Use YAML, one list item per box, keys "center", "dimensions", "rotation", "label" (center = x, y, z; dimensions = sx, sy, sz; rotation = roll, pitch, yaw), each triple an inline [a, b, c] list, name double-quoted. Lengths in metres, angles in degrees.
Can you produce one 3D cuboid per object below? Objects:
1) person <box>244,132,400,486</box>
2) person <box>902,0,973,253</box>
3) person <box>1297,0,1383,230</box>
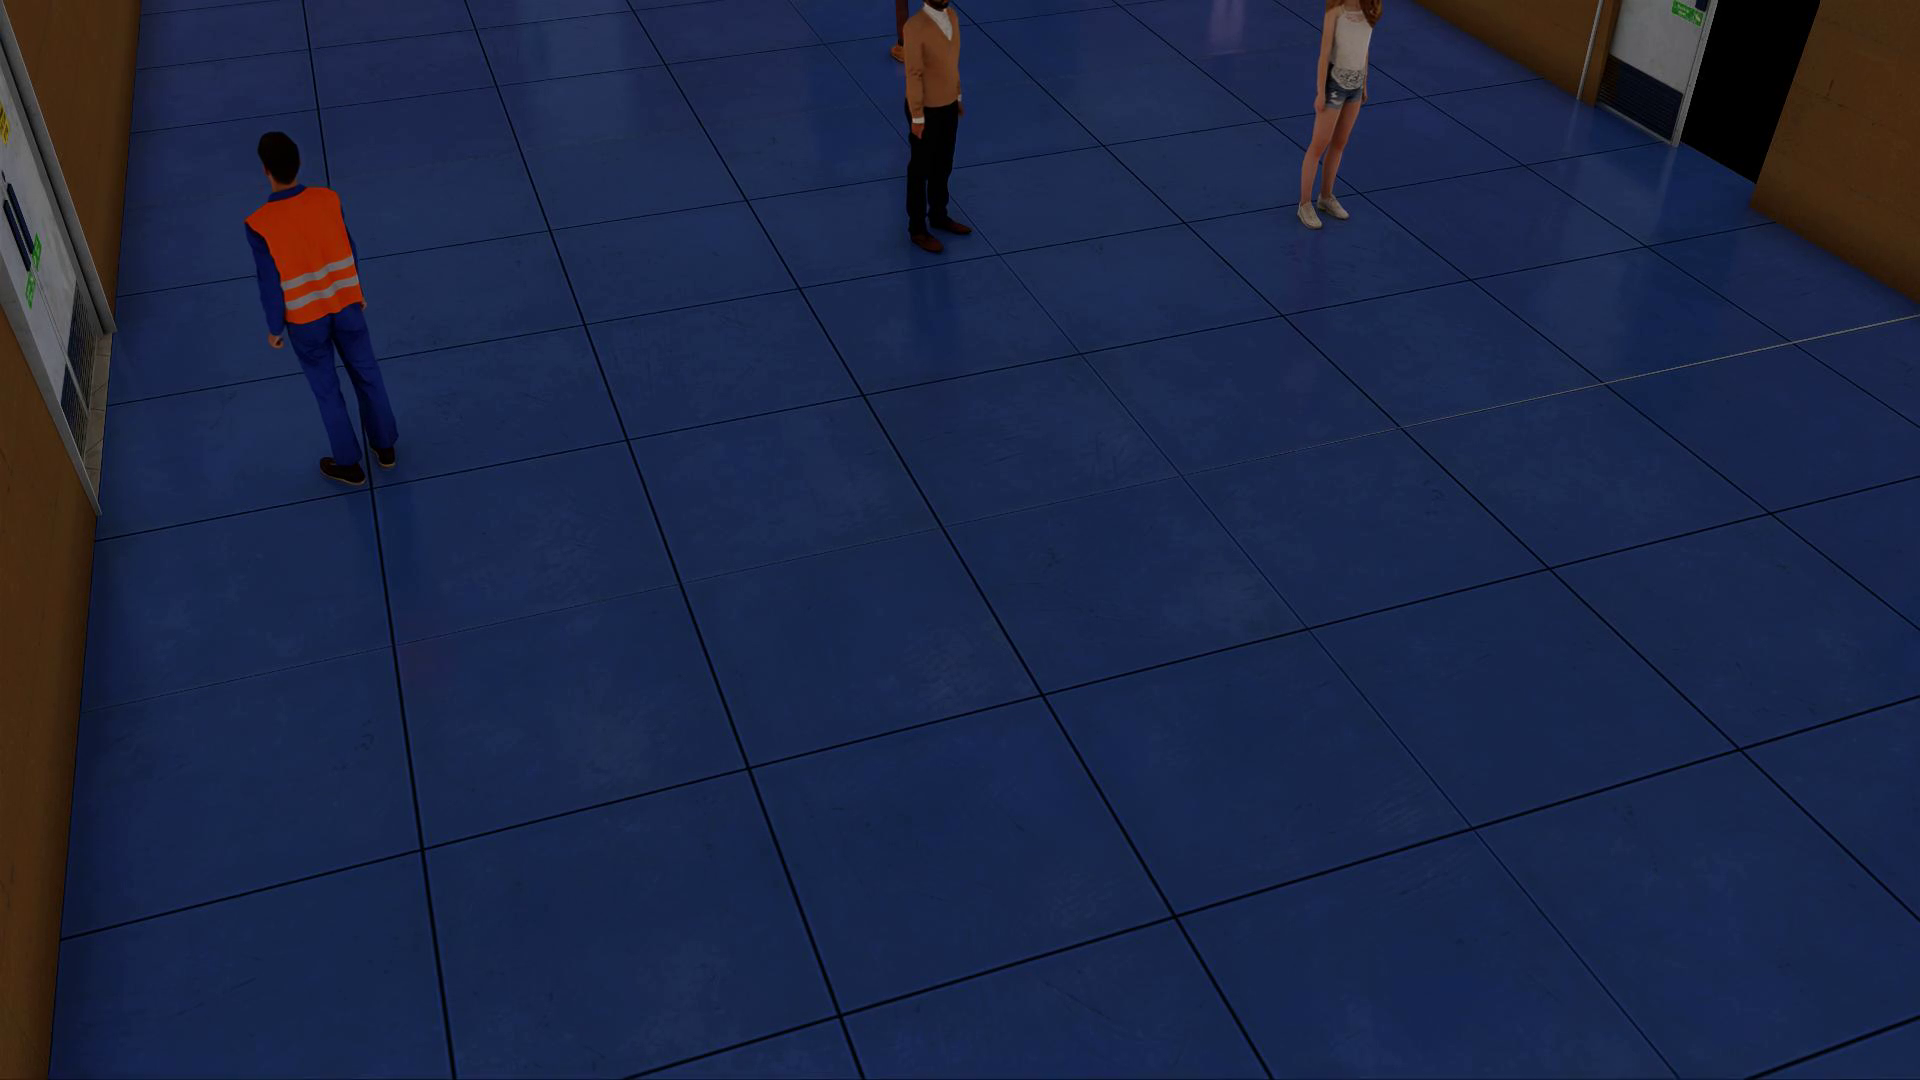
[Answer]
- center: [-3.152, -1.123, 8.209]
  dimensions: [0.844, 1.863, 0.713]
  rotation: [30, 46, 33]
  label: "person"
- center: [-0.169, -2.705, 10.407]
  dimensions: [0.816, 1.754, 0.726]
  rotation: [22, 42, 27]
  label: "person"
- center: [2.417, -2.879, 10.635]
  dimensions: [0.523, 1.759, 0.686]
  rotation: [-21, 42, -26]
  label: "person"
